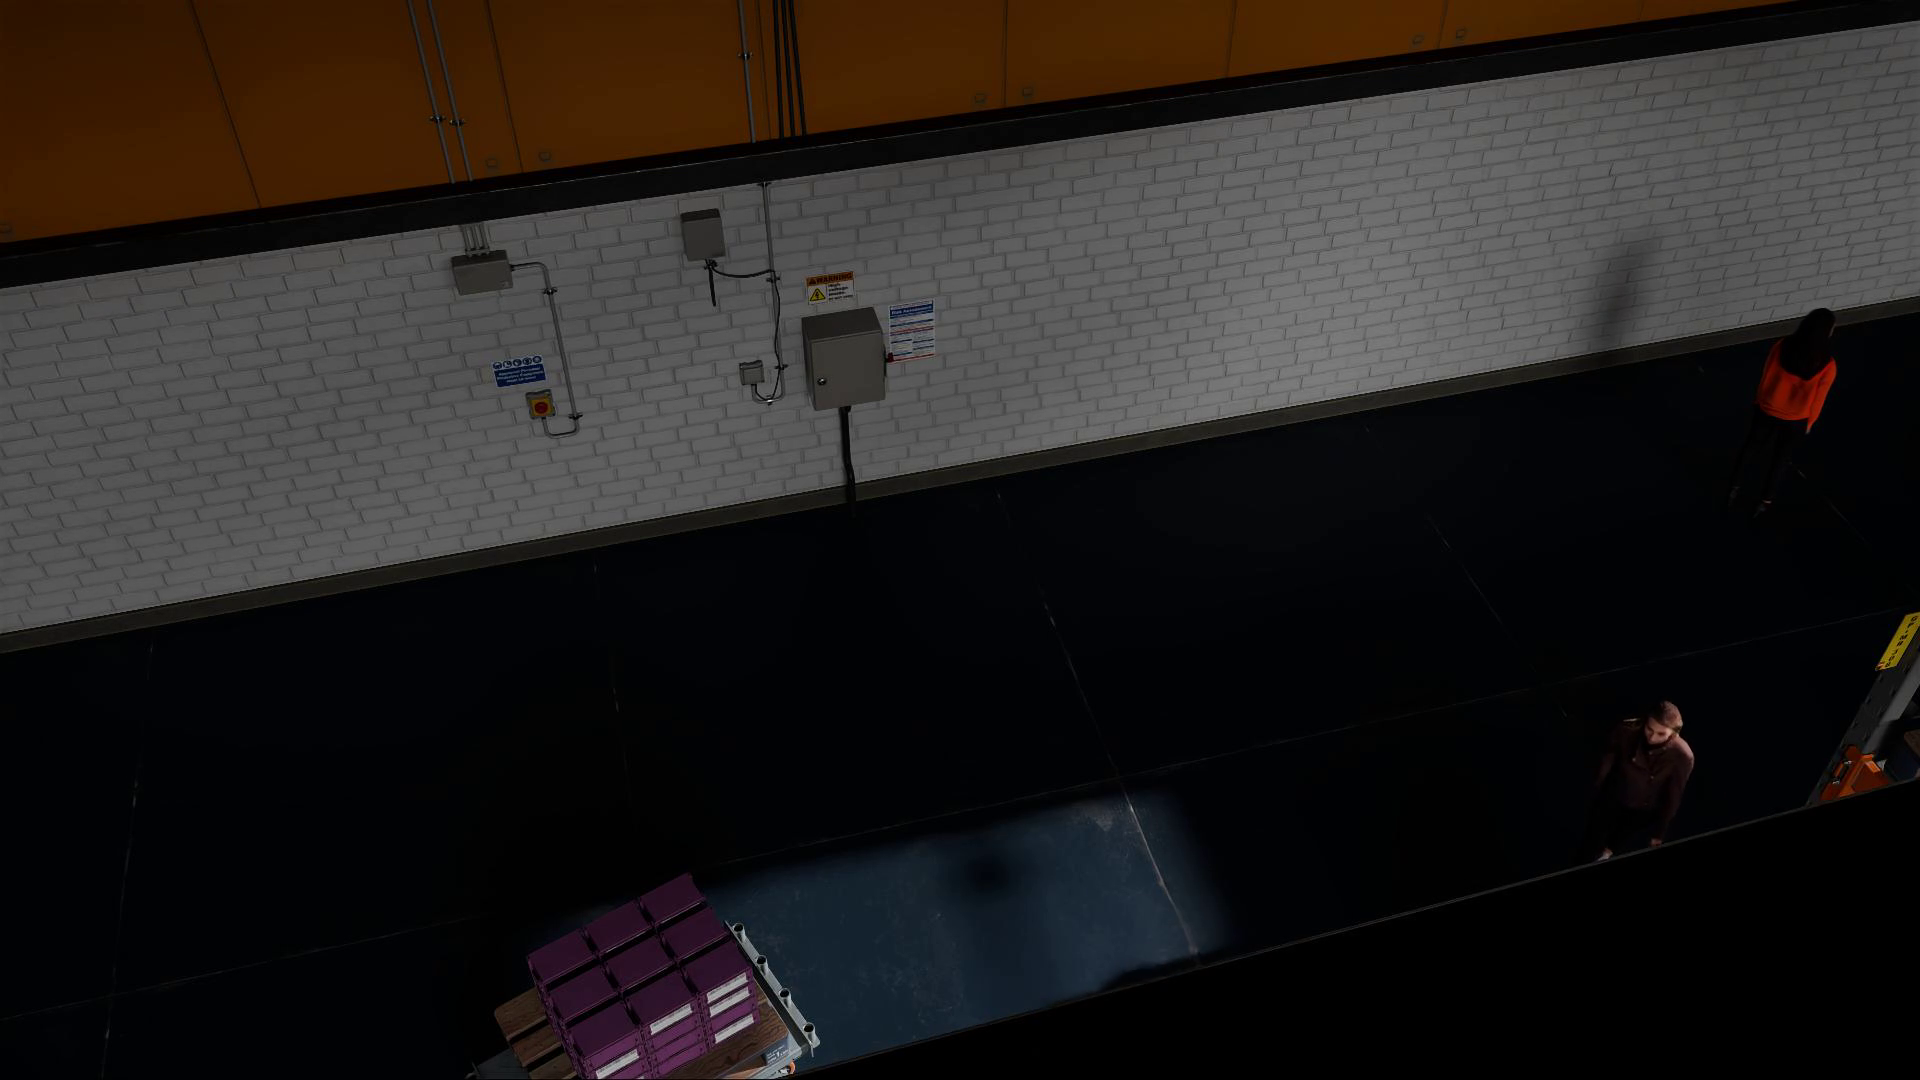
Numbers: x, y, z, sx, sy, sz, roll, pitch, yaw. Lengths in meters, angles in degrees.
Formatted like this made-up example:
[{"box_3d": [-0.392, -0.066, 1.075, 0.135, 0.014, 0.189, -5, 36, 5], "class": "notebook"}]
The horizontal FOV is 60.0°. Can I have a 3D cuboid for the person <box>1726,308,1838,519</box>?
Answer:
[{"box_3d": [5.815, -0.890, 11.753, 0.762, 1.749, 0.643, -31, 52, -29], "class": "person"}]

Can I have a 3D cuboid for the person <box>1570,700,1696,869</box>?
[{"box_3d": [3.811, 1.421, 9.389, 1.024, 1.665, 1.071, 22, 48, 21], "class": "person"}]
